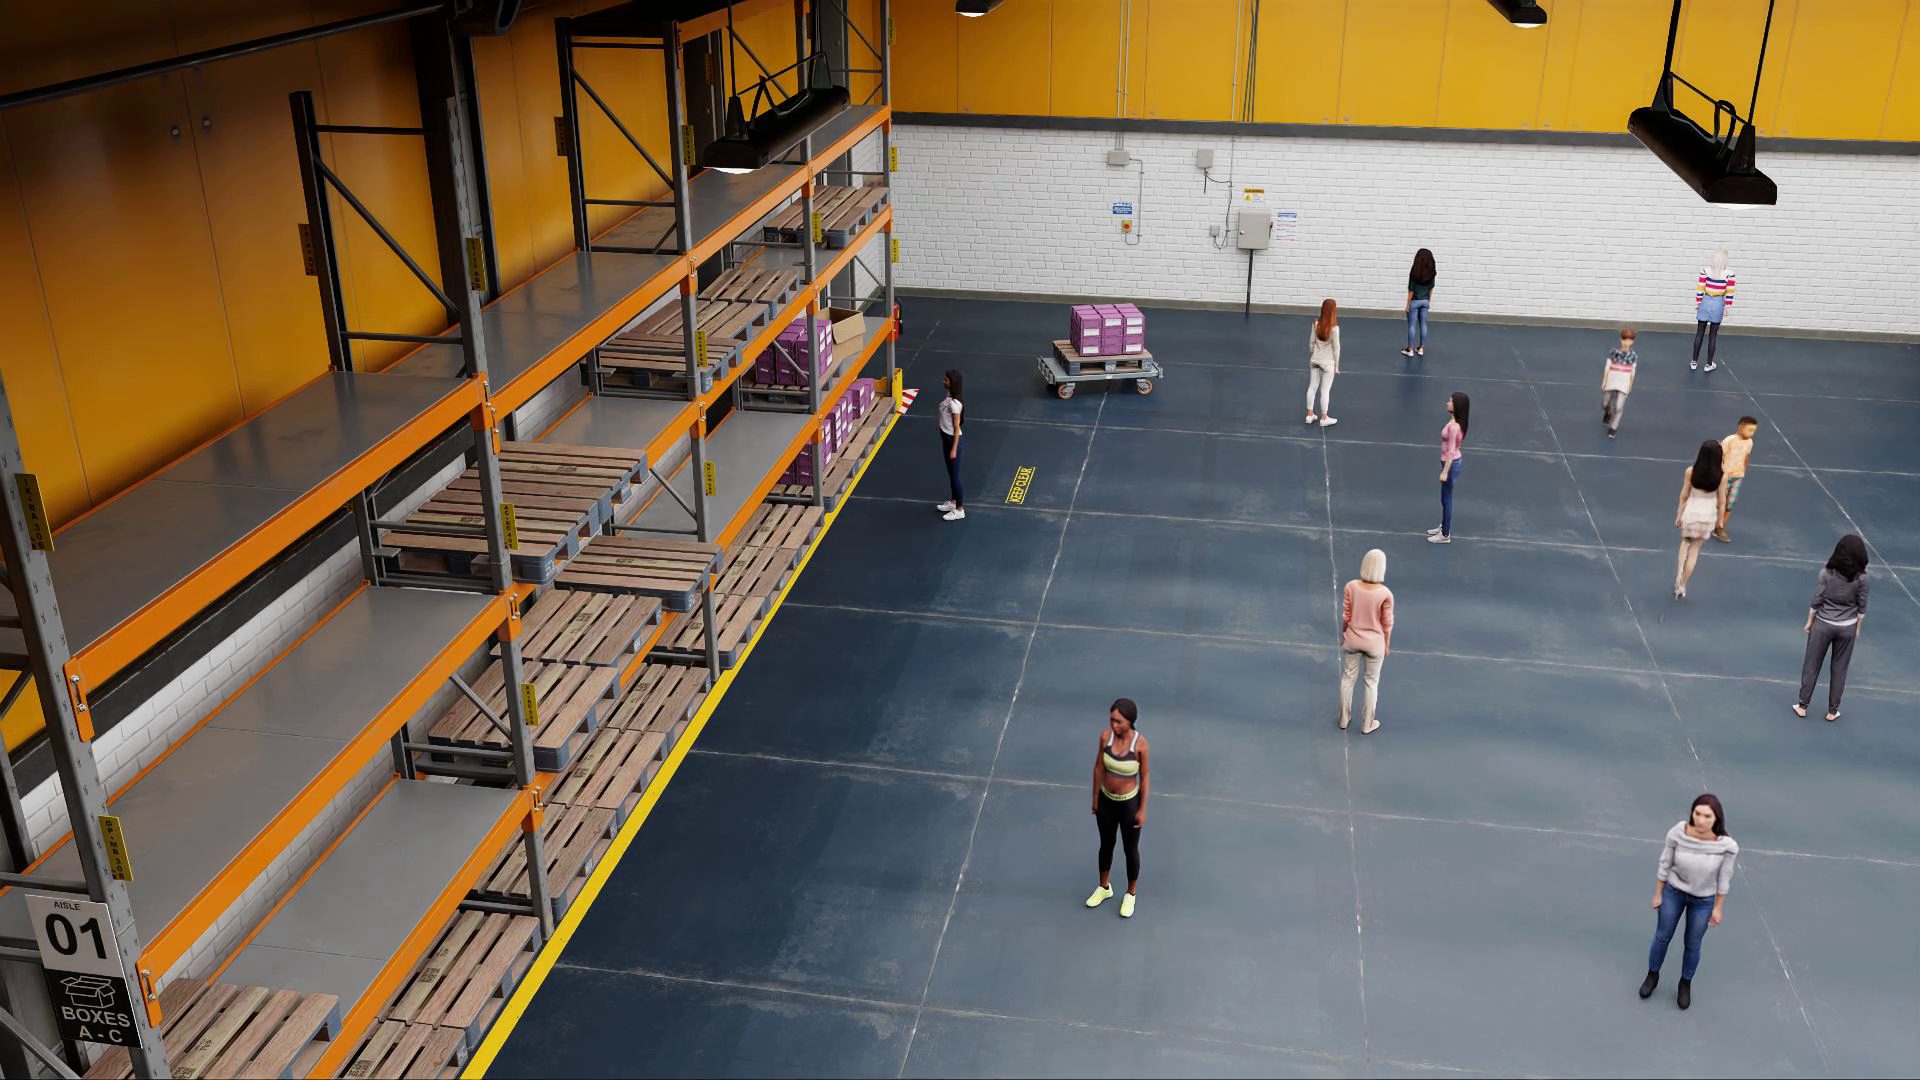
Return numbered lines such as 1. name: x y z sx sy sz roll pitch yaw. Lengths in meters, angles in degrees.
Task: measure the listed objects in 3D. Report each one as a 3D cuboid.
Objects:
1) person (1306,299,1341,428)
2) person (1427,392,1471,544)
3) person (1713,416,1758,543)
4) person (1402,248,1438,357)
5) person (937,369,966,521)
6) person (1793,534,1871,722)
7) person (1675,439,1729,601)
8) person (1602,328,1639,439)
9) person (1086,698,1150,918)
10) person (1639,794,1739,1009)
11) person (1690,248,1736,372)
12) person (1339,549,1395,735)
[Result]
1. person: 4.804 -2.355 22.021 0.727 1.711 0.698 -21 31 -40
2. person: 5.438 -0.816 18.463 0.652 1.743 0.493 7 25 17
3. person: 8.571 -0.725 18.629 0.713 1.443 0.871 -1 24 -3
4. person: 6.874 -3.572 24.926 0.693 1.616 0.716 -6 24 -13
5. person: -0.079 -1.103 19.079 0.718 1.775 0.567 -4 24 -10
6. person: 7.767 0.779 14.785 0.645 1.765 0.593 10 26 22
7. person: 7.530 -0.170 17.012 0.697 1.720 0.733 15 28 31
8. person: 8.612 -2.083 21.752 0.671 1.429 0.865 12 26 25
9. person: 1.176 1.929 12.167 0.621 1.754 0.595 11 26 24
10. person: 4.911 2.409 11.221 0.659 1.633 0.614 12 26 25
11. person: 10.951 -3.375 24.234 0.718 1.809 0.668 15 28 31
12. person: 3.552 0.880 14.604 0.667 1.725 0.635 12 27 26
